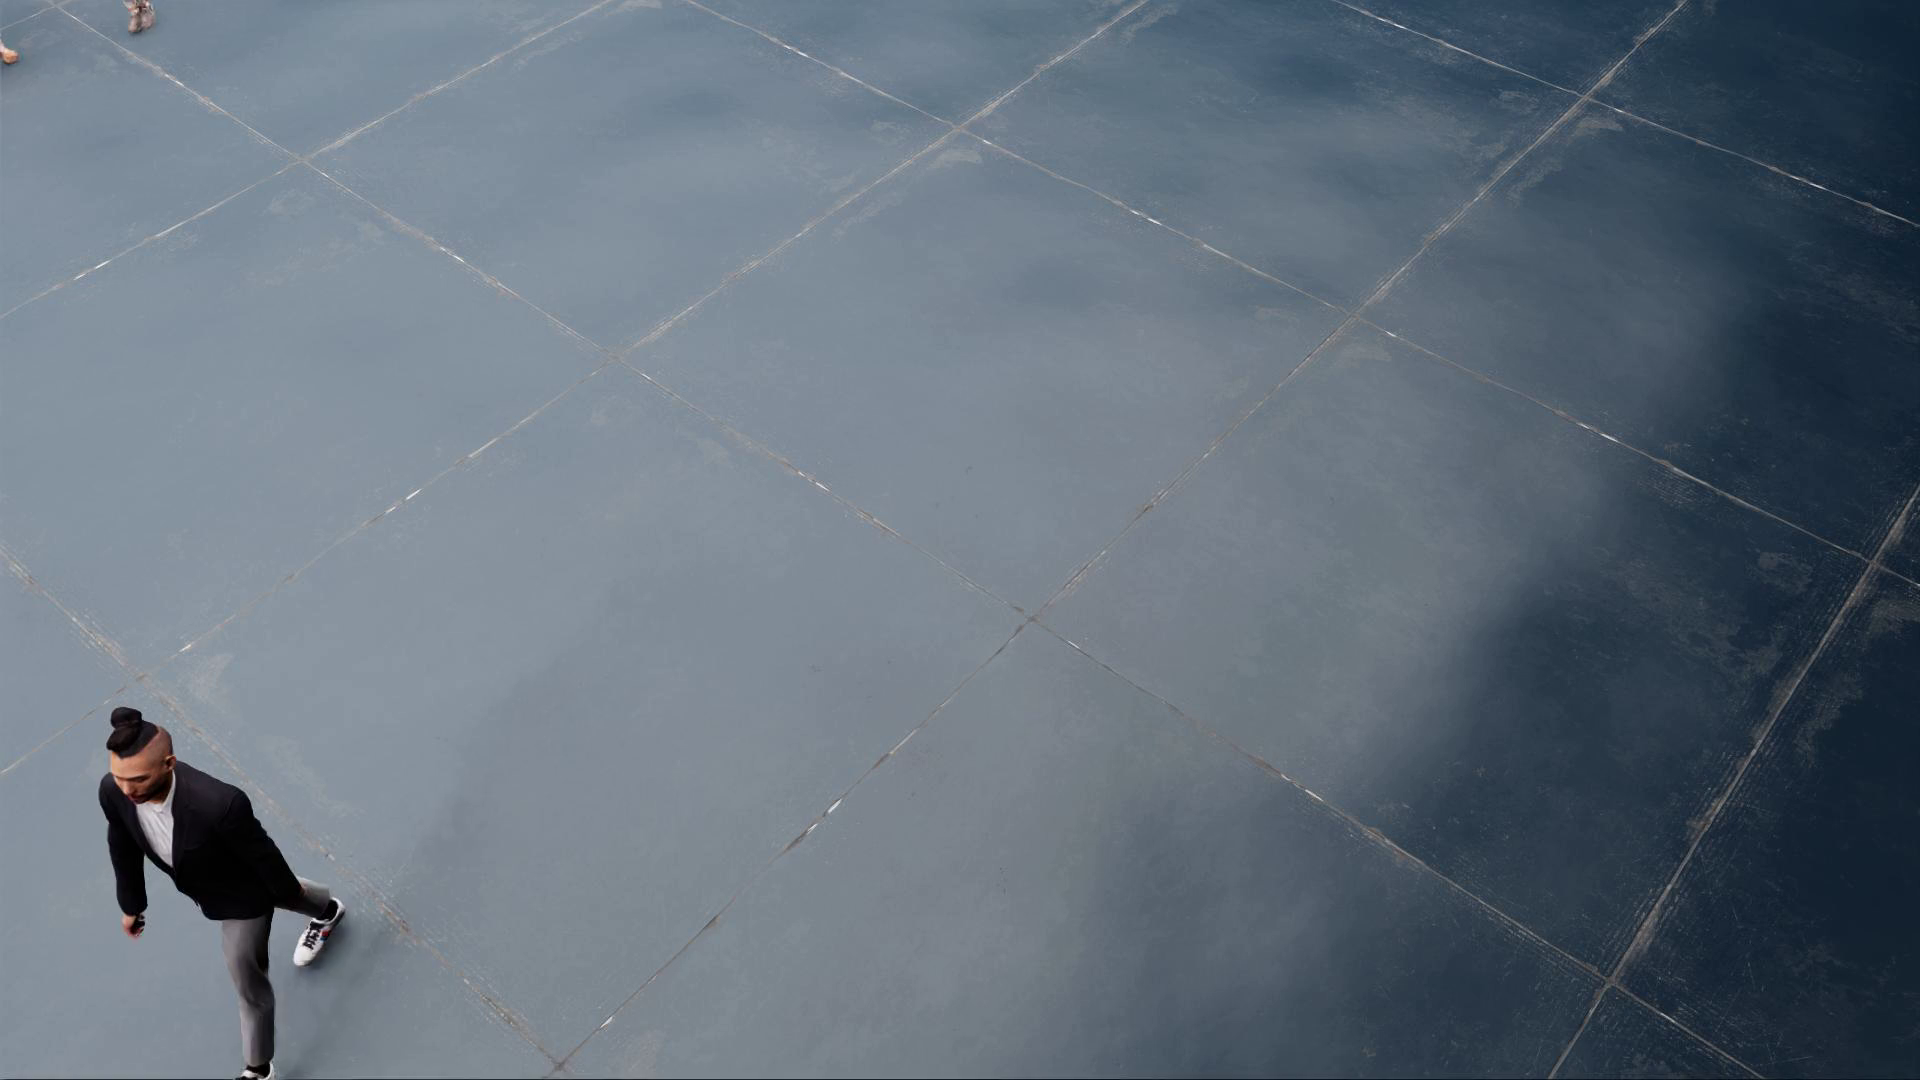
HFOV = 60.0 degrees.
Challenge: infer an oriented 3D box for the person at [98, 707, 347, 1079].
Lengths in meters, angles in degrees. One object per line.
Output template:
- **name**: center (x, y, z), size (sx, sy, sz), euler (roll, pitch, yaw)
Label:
- **person**: center (-2.651, 1.149, 6.093), size (1.031, 1.896, 1.336), euler (14, 49, 13)
